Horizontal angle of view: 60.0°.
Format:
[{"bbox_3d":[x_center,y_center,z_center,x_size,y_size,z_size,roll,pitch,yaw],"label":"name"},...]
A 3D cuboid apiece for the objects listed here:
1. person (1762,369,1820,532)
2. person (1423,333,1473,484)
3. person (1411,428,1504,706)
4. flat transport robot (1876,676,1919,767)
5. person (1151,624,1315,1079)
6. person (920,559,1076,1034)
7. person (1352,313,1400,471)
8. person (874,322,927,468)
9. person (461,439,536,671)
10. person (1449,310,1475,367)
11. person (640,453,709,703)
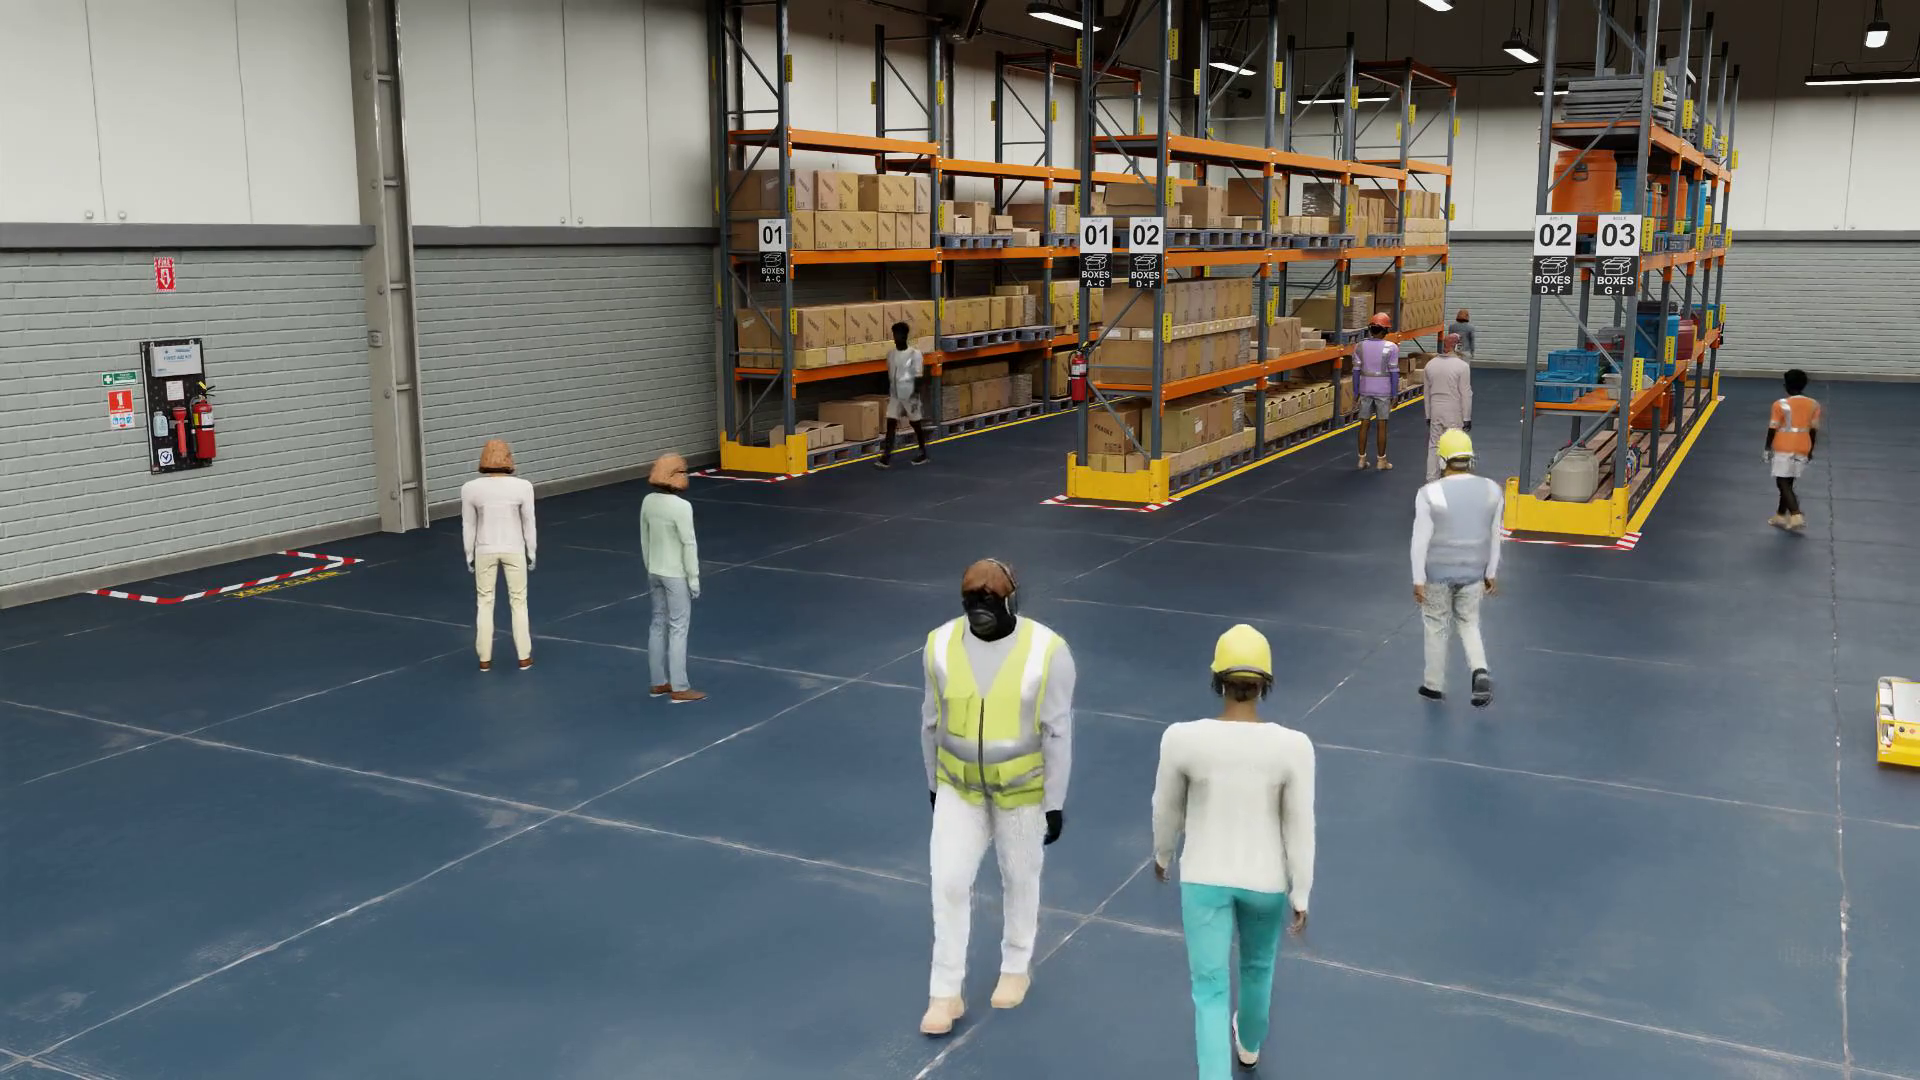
[{"bbox_3d":[8.586,-0.914,17.141,0.540,1.680,0.738,-2,11,-11],"label":"person"},{"bbox_3d":[5.698,-1.449,19.364,0.410,1.906,0.642,-7,13,-35],"label":"person"},{"bbox_3d":[3.165,0.195,10.622,0.607,1.820,0.590,-1,10,-7],"label":"person"},{"bbox_3d":[5.866,1.093,9.957,0.652,0.197,1.431,5,12,28],"label":"flat transport robot"},{"bbox_3d":[0.926,1.144,5.716,0.538,1.722,0.888,1,10,4],"label":"person"},{"bbox_3d":[0.107,0.985,6.347,0.631,1.818,0.764,3,11,15],"label":"person"},{"bbox_3d":[5.391,-1.916,21.527,0.616,2.041,0.379,8,13,36],"label":"person"},{"bbox_3d":[-0.744,-1.901,21.806,0.622,1.913,0.998,7,13,35],"label":"person"},{"bbox_3d":[-3.223,0.107,11.649,0.498,1.626,0.299,-2,11,-11],"label":"person"},{"bbox_3d":[9.599,-3.592,31.870,0.530,1.604,0.583,5,11,24],"label":"person"},{"bbox_3d":[-1.882,0.243,10.874,0.507,1.630,0.268,10,14,42],"label":"person"}]
